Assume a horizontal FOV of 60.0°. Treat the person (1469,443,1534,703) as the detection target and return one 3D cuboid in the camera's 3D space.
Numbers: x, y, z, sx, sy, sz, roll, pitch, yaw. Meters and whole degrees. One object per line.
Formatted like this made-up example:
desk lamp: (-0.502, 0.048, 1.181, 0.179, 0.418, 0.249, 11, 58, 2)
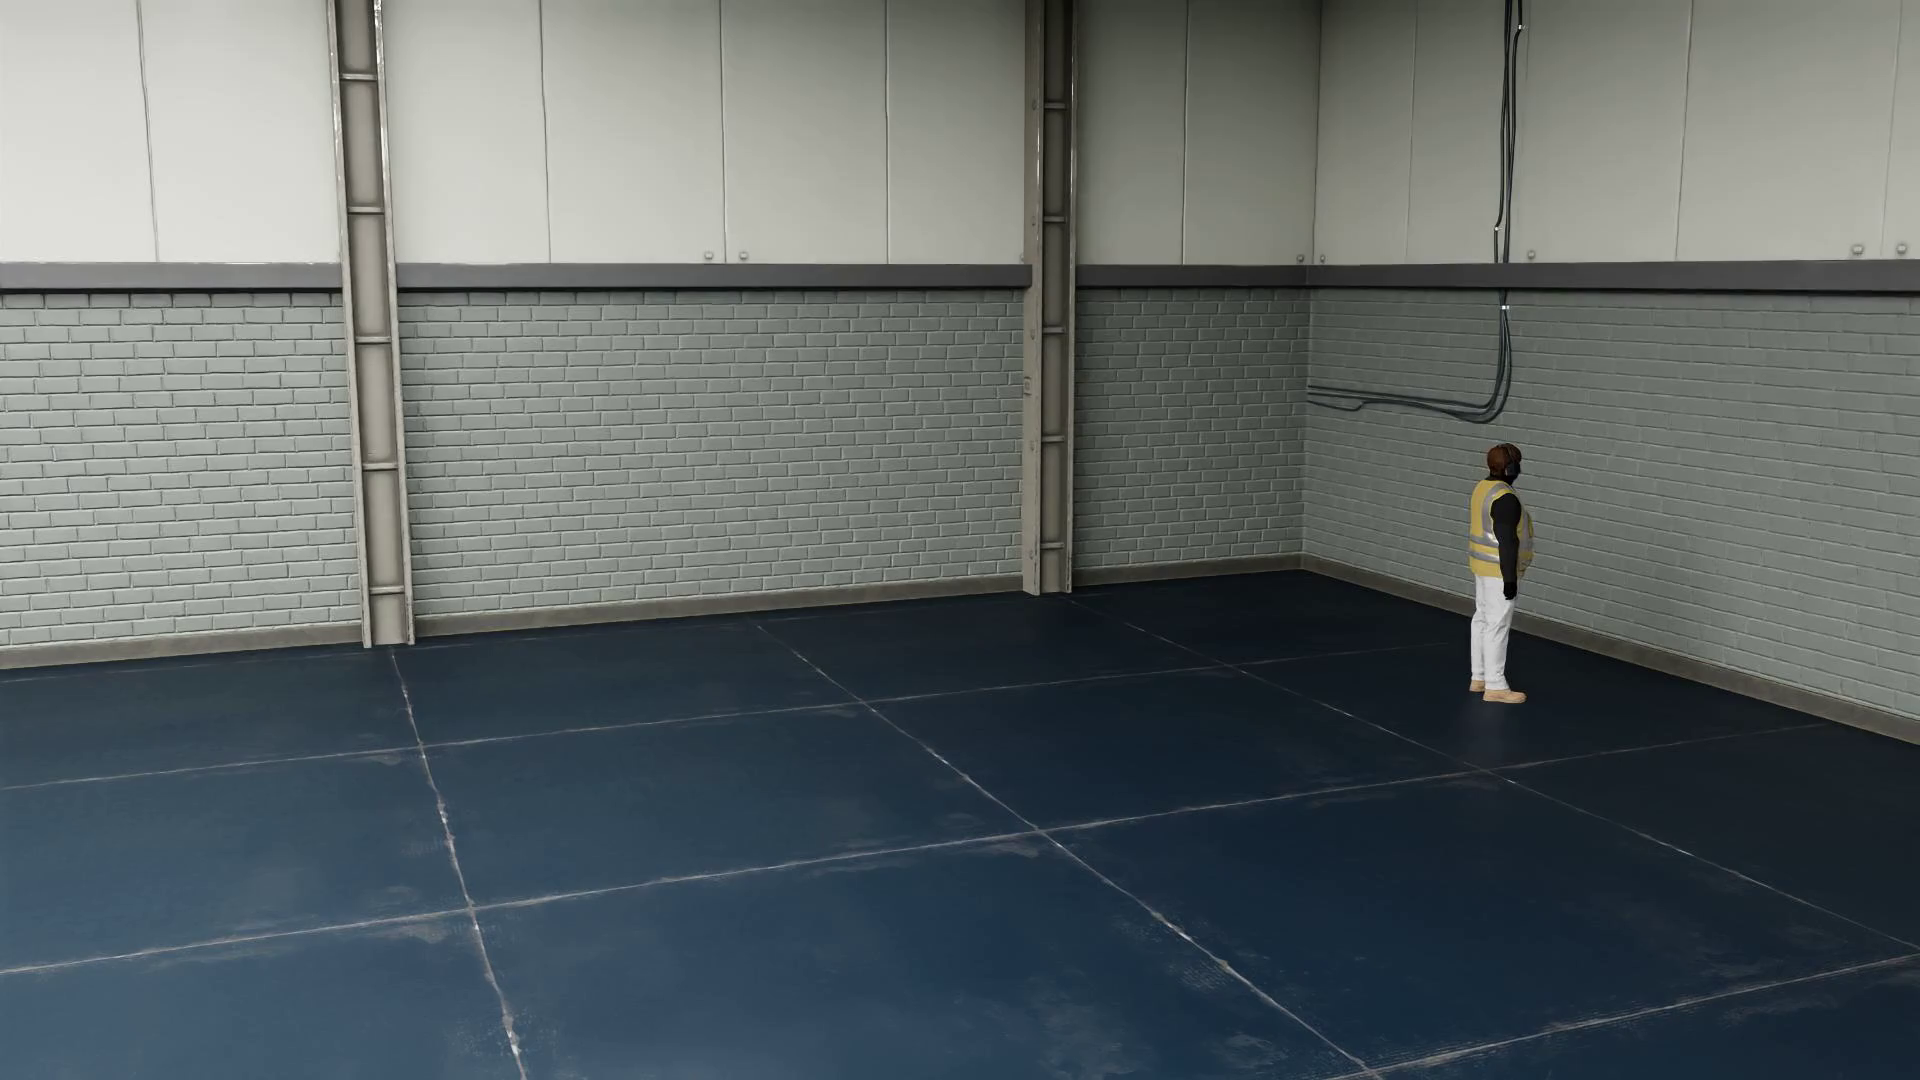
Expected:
person: (3.865, 0.229, 11.895, 0.429, 1.846, 0.630, 0, 9, 0)
